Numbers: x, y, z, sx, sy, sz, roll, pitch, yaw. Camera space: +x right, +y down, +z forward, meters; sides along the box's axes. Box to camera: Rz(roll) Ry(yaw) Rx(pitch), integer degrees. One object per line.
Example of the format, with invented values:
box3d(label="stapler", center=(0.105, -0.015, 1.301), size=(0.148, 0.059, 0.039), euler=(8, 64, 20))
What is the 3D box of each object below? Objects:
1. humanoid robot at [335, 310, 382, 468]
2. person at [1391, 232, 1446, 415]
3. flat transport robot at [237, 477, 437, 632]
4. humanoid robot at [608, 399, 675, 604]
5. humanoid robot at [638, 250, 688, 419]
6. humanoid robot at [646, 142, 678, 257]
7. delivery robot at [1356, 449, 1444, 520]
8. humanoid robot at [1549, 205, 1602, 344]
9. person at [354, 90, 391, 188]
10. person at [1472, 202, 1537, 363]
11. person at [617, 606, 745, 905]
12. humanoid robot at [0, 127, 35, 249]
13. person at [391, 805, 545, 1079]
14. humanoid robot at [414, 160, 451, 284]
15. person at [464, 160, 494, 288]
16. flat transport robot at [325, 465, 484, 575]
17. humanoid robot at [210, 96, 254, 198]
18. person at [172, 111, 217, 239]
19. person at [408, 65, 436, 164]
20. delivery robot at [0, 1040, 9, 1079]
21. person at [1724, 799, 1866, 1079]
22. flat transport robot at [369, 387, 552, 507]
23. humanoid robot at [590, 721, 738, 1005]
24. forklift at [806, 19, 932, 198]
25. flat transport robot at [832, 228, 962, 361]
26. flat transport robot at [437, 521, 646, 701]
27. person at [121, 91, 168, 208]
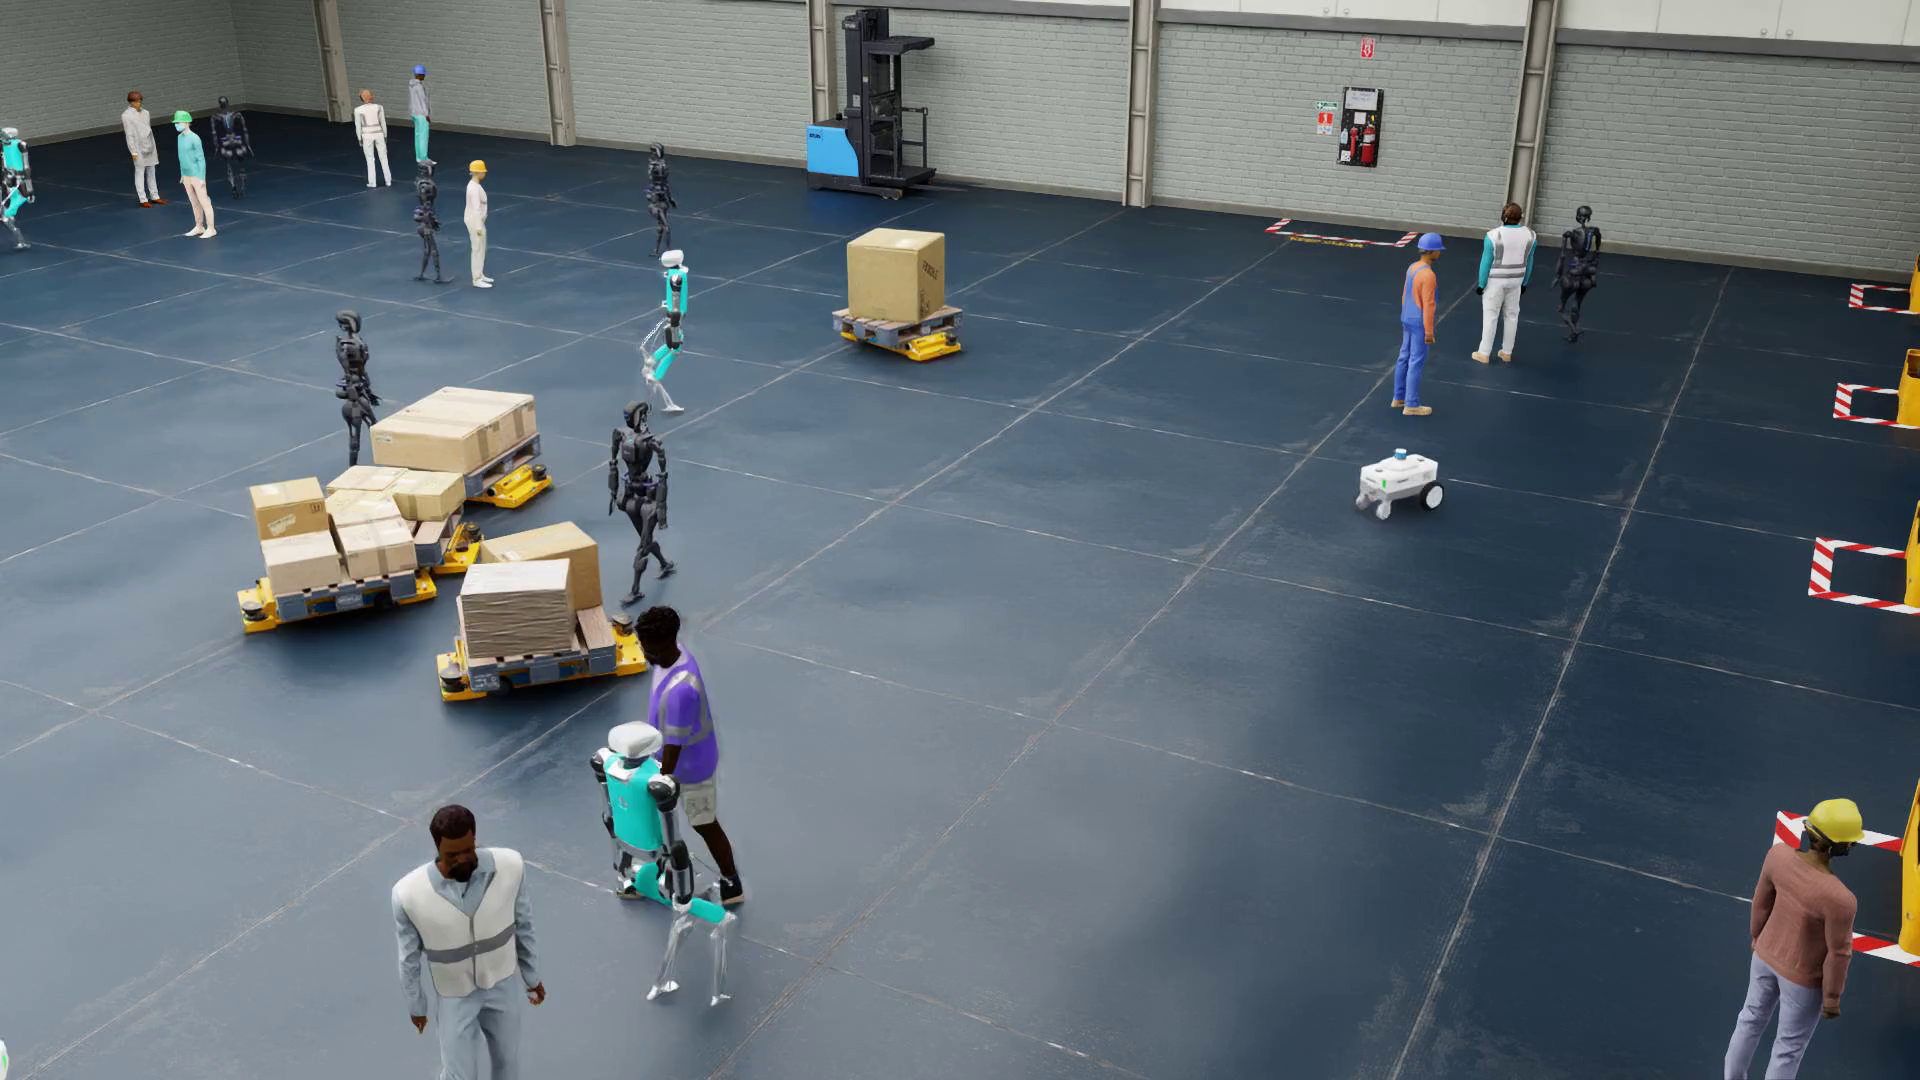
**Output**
box3d(label="humanoid robot", center=(-5.582, -1.332, 15.487), size=(0.537, 1.639, 0.600), euler=(-2, 23, -4))
box3d(label="person", center=(4.793, -2.260, 17.347), size=(0.373, 1.906, 0.534), euler=(-5, 24, -11))
box3d(label="flat transport robot", center=(-4.938, 0.414, 13.199), size=(1.431, 0.231, 0.659), euler=(-11, 26, -24))
box3d(label="humanoid robot", center=(-2.554, -0.354, 13.266), size=(0.585, 1.620, 0.795), euler=(11, 26, 24))
box3d(label="humanoid robot", center=(-3.123, -2.046, 17.208), size=(0.717, 1.908, 0.549), euler=(-2, 23, -5))
box3d(label="humanoid robot", center=(-4.190, -4.806, 23.583), size=(0.611, 1.641, 0.601), euler=(6, 24, 14))
box3d(label="delivery robot", center=(3.962, -0.534, 15.030), size=(0.774, 0.583, 0.499), euler=(-14, 27, -29))
box3d(label="humanoid robot", center=(7.330, -3.117, 19.633), size=(0.599, 1.638, 0.456), euler=(-6, 24, -15))
box3d(label="person", center=(-10.018, -6.846, 28.375), size=(0.512, 1.633, 0.315), euler=(-14, 27, -29))
box3d(label="person", center=(6.201, -2.936, 19.007), size=(0.626, 1.843, 0.429), euler=(-4, 24, -9))
box3d(label="person", center=(-1.620, 1.232, 9.206), size=(0.833, 1.918, 0.621), euler=(-8, 24, -17))
box3d(label="humanoid robot", center=(-13.684, -4.981, 23.938), size=(0.541, 1.798, 0.824), euler=(10, 25, 21))
box3d(label="person", center=(-2.182, 1.990, 7.464), size=(0.600, 1.905, 0.472), euler=(-15, 27, -31))
box3d(label="humanoid robot", center=(-7.174, -4.283, 22.374), size=(0.458, 1.645, 0.591), euler=(-3, 23, -8))
box3d(label="person", center=(-6.412, -4.216, 22.184), size=(0.373, 1.681, 0.482), euler=(-5, 24, -12))
box3d(label="flat transport robot", center=(-4.778, 0.090, 13.954), size=(1.431, 0.231, 0.659), euler=(-2, 23, -5))
box3d(label="humanoid robot", center=(-12.065, -6.525, 27.585), size=(0.599, 1.631, 0.594), euler=(-9, 25, -21))
box3d(label="person", center=(-11.455, -5.455, 24.829), size=(0.507, 1.875, 0.351), euler=(14, 27, 29))
box3d(label="person", center=(-9.808, -7.745, 30.310), size=(0.396, 1.765, 0.511), euler=(-14, 27, -29))
box3d(label="delivery robot", center=(-4.820, 2.601, 7.755), size=(0.499, 0.602, 0.801), euler=(17, 29, 35))
box3d(label="person", center=(3.872, 1.968, 7.687), size=(0.329, 1.765, 0.532), euler=(-7, 24, -16))
box3d(label="flat transport robot", center=(-4.608, -0.560, 15.467), size=(1.431, 0.231, 0.659), euler=(7, 24, 15))
box3d(label="humanoid robot", center=(-1.420, 1.649, 8.511), size=(0.535, 1.802, 0.783), euler=(16, 28, 33))
box3d(label="forklift", center=(-1.573, -7.292, 27.850), size=(1.873, 2.768, 1.129), euler=(12, 26, 25))
box3d(label="flat transport robot", center=(-0.727, -2.420, 19.796), size=(0.659, 0.231, 1.431), euler=(-21, 31, -40))
box3d(label="flat transport robot", center=(-3.065, 0.861, 12.159), size=(1.431, 0.231, 0.659), euler=(-8, 24, -18))
box3d(label="person", center=(-13.208, -6.316, 26.894), size=(0.364, 1.830, 0.503), euler=(10, 25, 22))
